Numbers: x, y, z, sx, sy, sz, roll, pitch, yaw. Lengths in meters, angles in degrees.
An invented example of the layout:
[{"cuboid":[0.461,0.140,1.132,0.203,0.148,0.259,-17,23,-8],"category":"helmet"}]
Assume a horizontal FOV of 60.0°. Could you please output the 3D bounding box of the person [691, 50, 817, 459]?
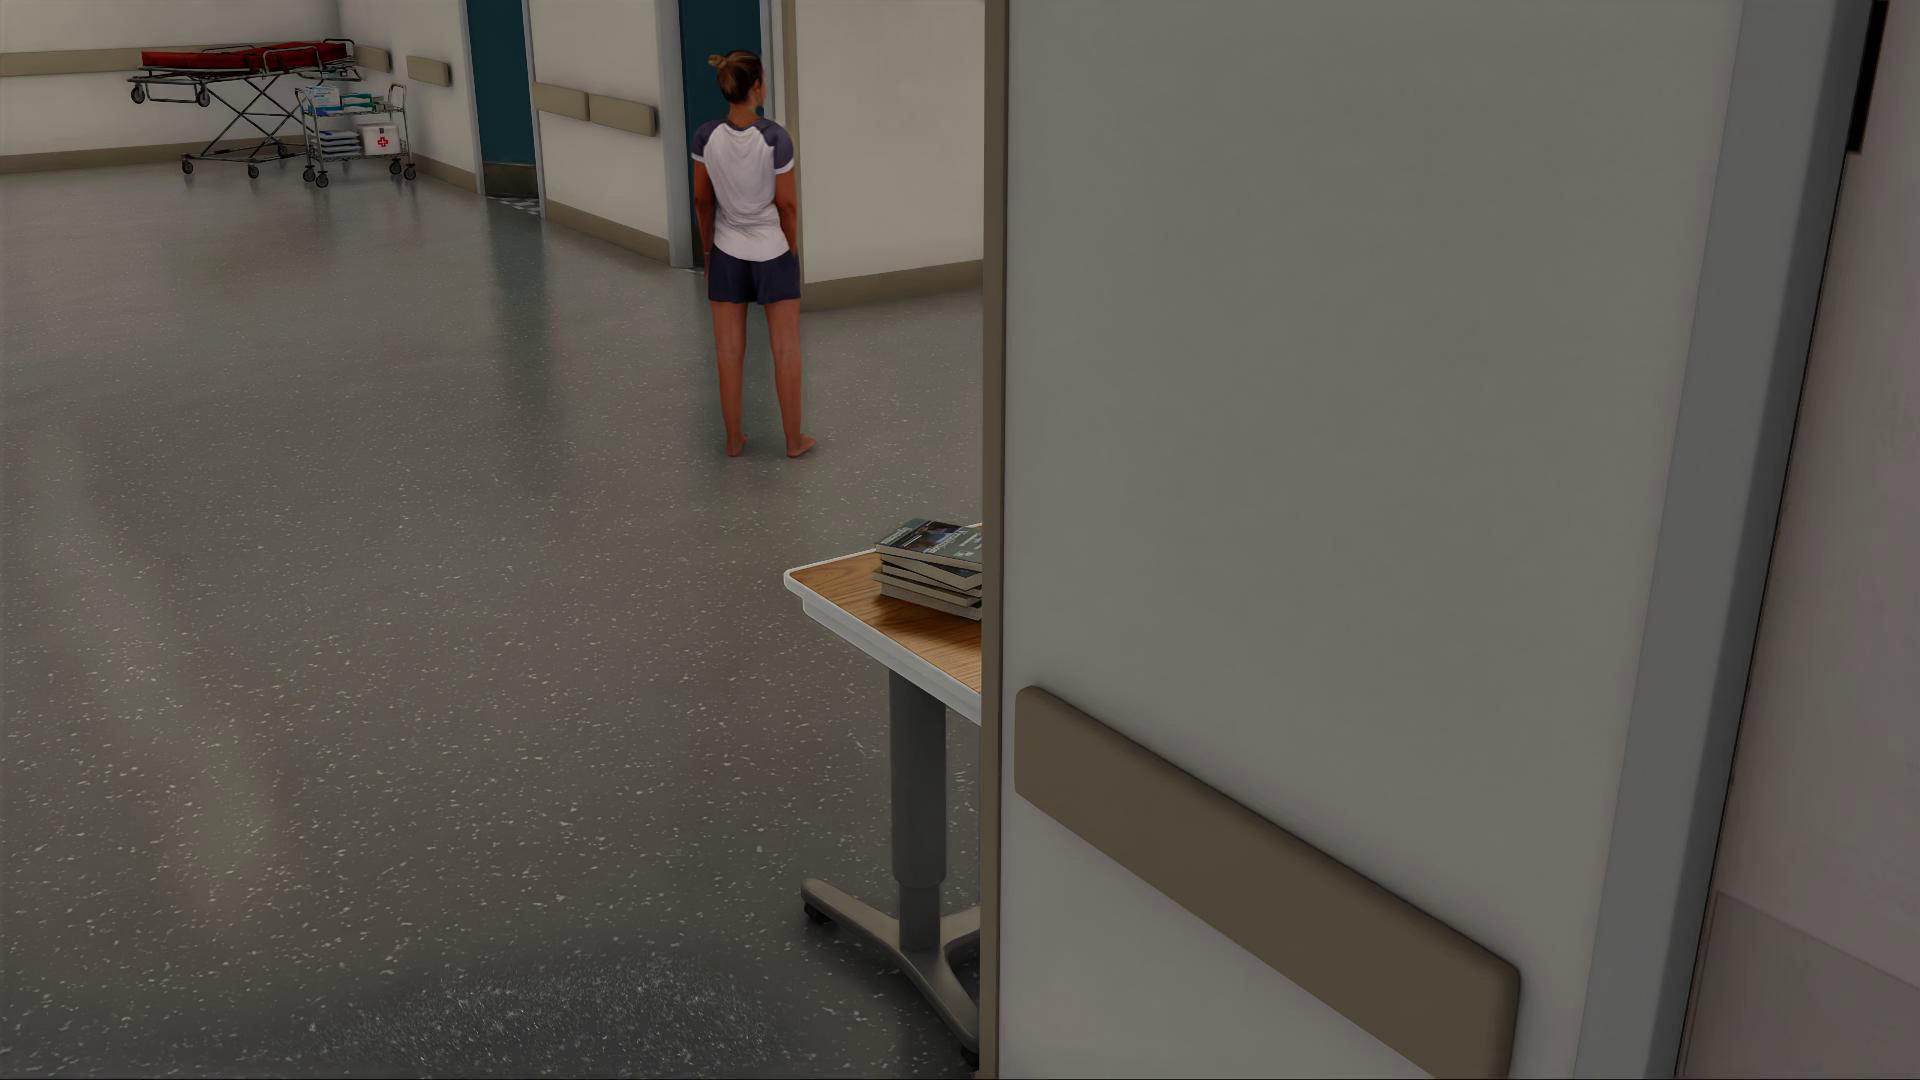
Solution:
[{"cuboid":[-0.834,-1.127,6.683,0.666,1.623,0.716,2,21,6],"category":"person"}]
